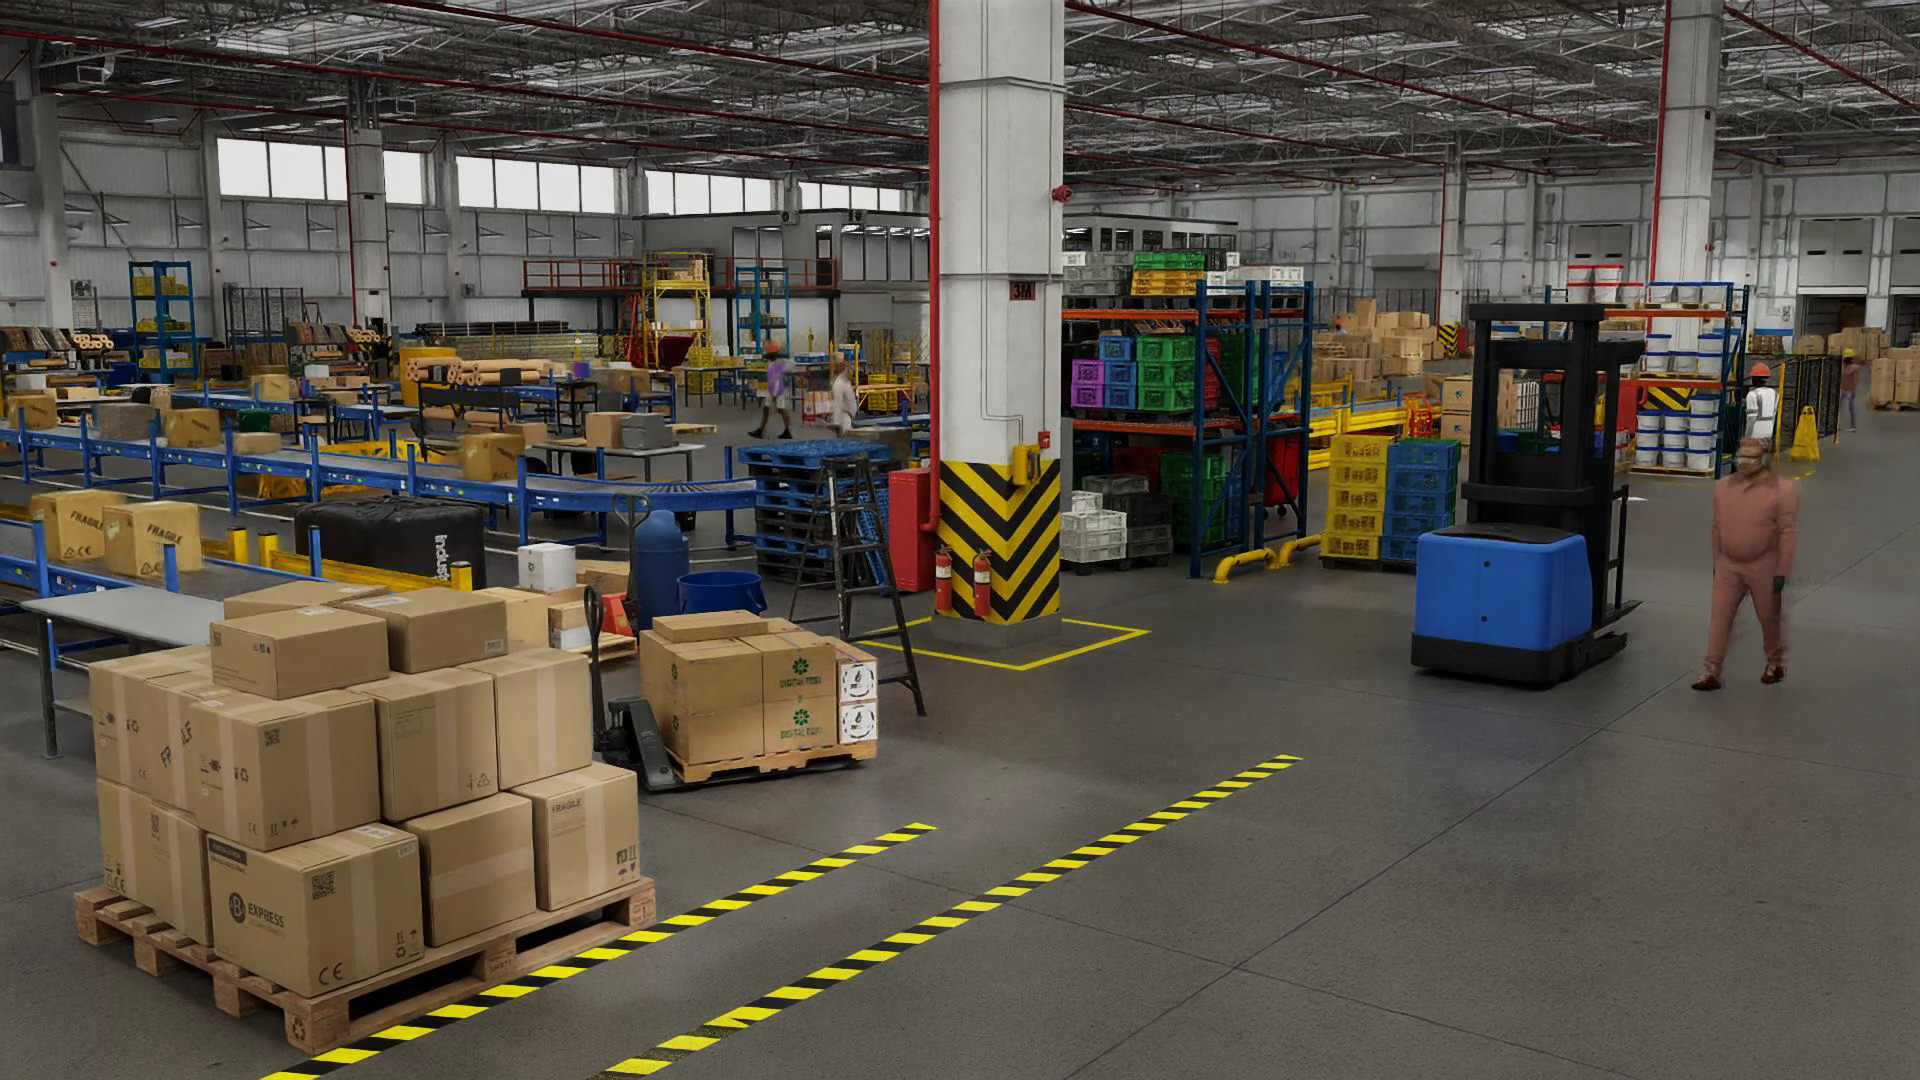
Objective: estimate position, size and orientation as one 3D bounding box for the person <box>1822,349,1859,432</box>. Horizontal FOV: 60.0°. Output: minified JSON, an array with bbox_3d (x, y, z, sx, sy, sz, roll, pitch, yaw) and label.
[{"bbox_3d":[18.418,-3.098,34.645,0.854,1.725,0.544,-4,9,-24],"label":"person"}]

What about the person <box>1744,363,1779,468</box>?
[{"bbox_3d":[10.931,-1.446,22.803,0.543,1.939,0.370,-4,9,-26],"label":"person"}]

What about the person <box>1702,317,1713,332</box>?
[{"bbox_3d":[31.785,-8.617,71.055,0.559,1.963,0.619,-7,11,-39],"label":"person"}]

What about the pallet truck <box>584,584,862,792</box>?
[{"bbox_3d":[-1.426,0.805,10.019,1.601,1.201,0.680,-4,9,-26],"label":"pallet truck"}]

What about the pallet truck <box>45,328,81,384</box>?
[{"bbox_3d":[-23.775,-4.544,43.495,1.885,1.965,0.823,6,10,35],"label":"pallet truck"}]

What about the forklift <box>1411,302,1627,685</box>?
[{"bbox_3d":[4.379,-0.438,12.852,1.129,2.768,1.873,7,11,37],"label":"forklift"}]

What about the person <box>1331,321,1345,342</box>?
[{"bbox_3d":[14.156,-7.255,62.153,0.996,1.895,0.548,-4,9,-27],"label":"person"}]

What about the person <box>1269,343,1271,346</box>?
[{"bbox_3d":[16.057,-11.066,88.082,0.827,1.819,0.626,3,9,19],"label":"person"}]

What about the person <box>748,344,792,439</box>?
[{"bbox_3d":[-3.757,-2.925,32.897,0.957,1.889,0.570,-5,10,-31],"label":"person"}]

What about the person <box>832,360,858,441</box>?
[{"bbox_3d":[-1.916,-1.894,26.104,0.835,1.872,0.659,0,8,3],"label":"person"}]

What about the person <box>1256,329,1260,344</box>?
[{"bbox_3d":[12.411,-8.163,68.394,0.514,1.846,0.338,2,9,13],"label":"person"}]

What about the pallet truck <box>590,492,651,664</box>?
[{"bbox_3d":[-3.115,0.344,12.883,0.653,1.274,1.630,7,11,37],"label":"pallet truck"}]

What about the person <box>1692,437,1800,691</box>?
[{"bbox_3d":[5.802,0.170,12.197,0.953,1.863,0.652,-7,11,-41],"label":"person"}]

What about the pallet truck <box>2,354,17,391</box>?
[{"bbox_3d":[-24.881,-4.417,42.634,1.885,1.965,0.823,8,11,41],"label":"pallet truck"}]
